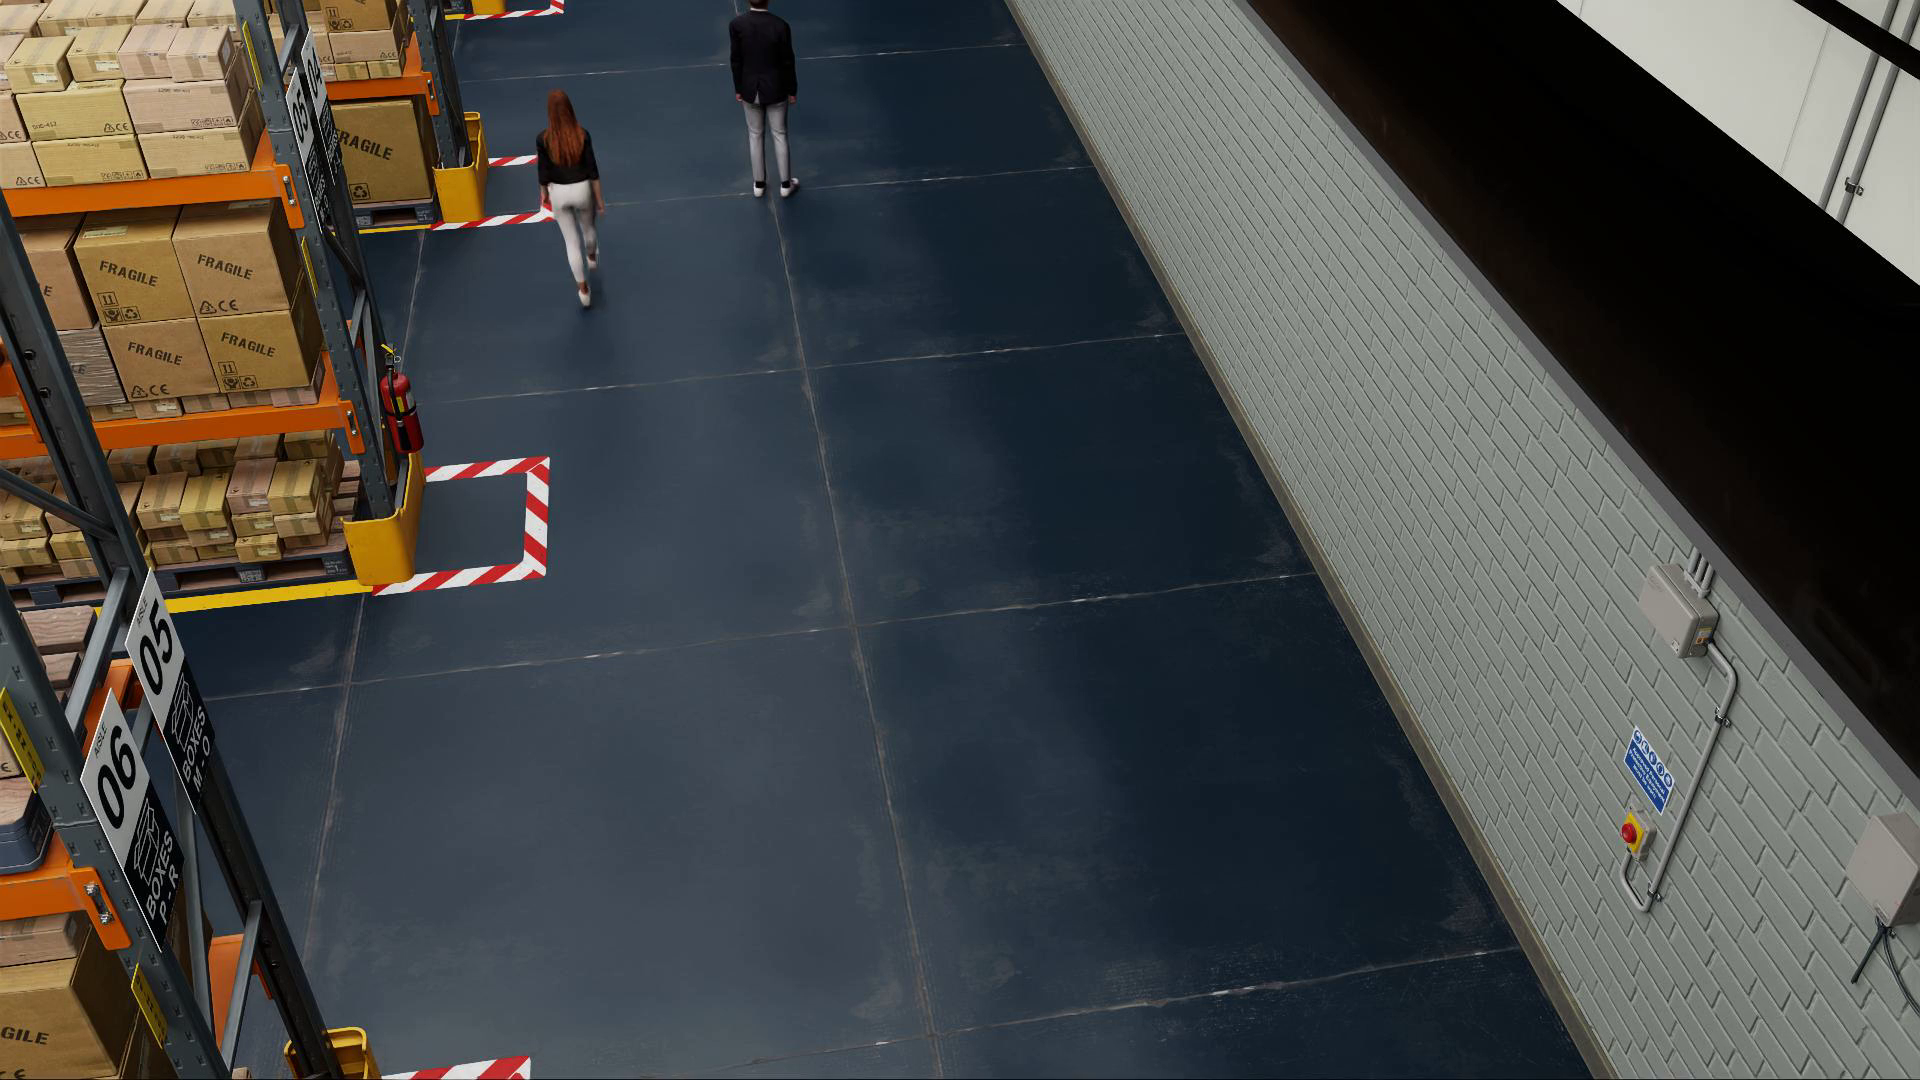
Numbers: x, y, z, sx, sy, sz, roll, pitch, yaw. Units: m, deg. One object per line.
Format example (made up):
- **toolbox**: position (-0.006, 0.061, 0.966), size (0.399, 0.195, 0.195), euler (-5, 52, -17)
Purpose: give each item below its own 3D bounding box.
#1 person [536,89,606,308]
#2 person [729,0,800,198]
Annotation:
- **person**: position (-2.989, -2.601, 12.842), size (0.977, 1.674, 0.723), euler (-8, 39, -11)
- **person**: position (-1.680, -3.894, 14.270), size (0.629, 1.949, 0.826), euler (3, 38, 4)
